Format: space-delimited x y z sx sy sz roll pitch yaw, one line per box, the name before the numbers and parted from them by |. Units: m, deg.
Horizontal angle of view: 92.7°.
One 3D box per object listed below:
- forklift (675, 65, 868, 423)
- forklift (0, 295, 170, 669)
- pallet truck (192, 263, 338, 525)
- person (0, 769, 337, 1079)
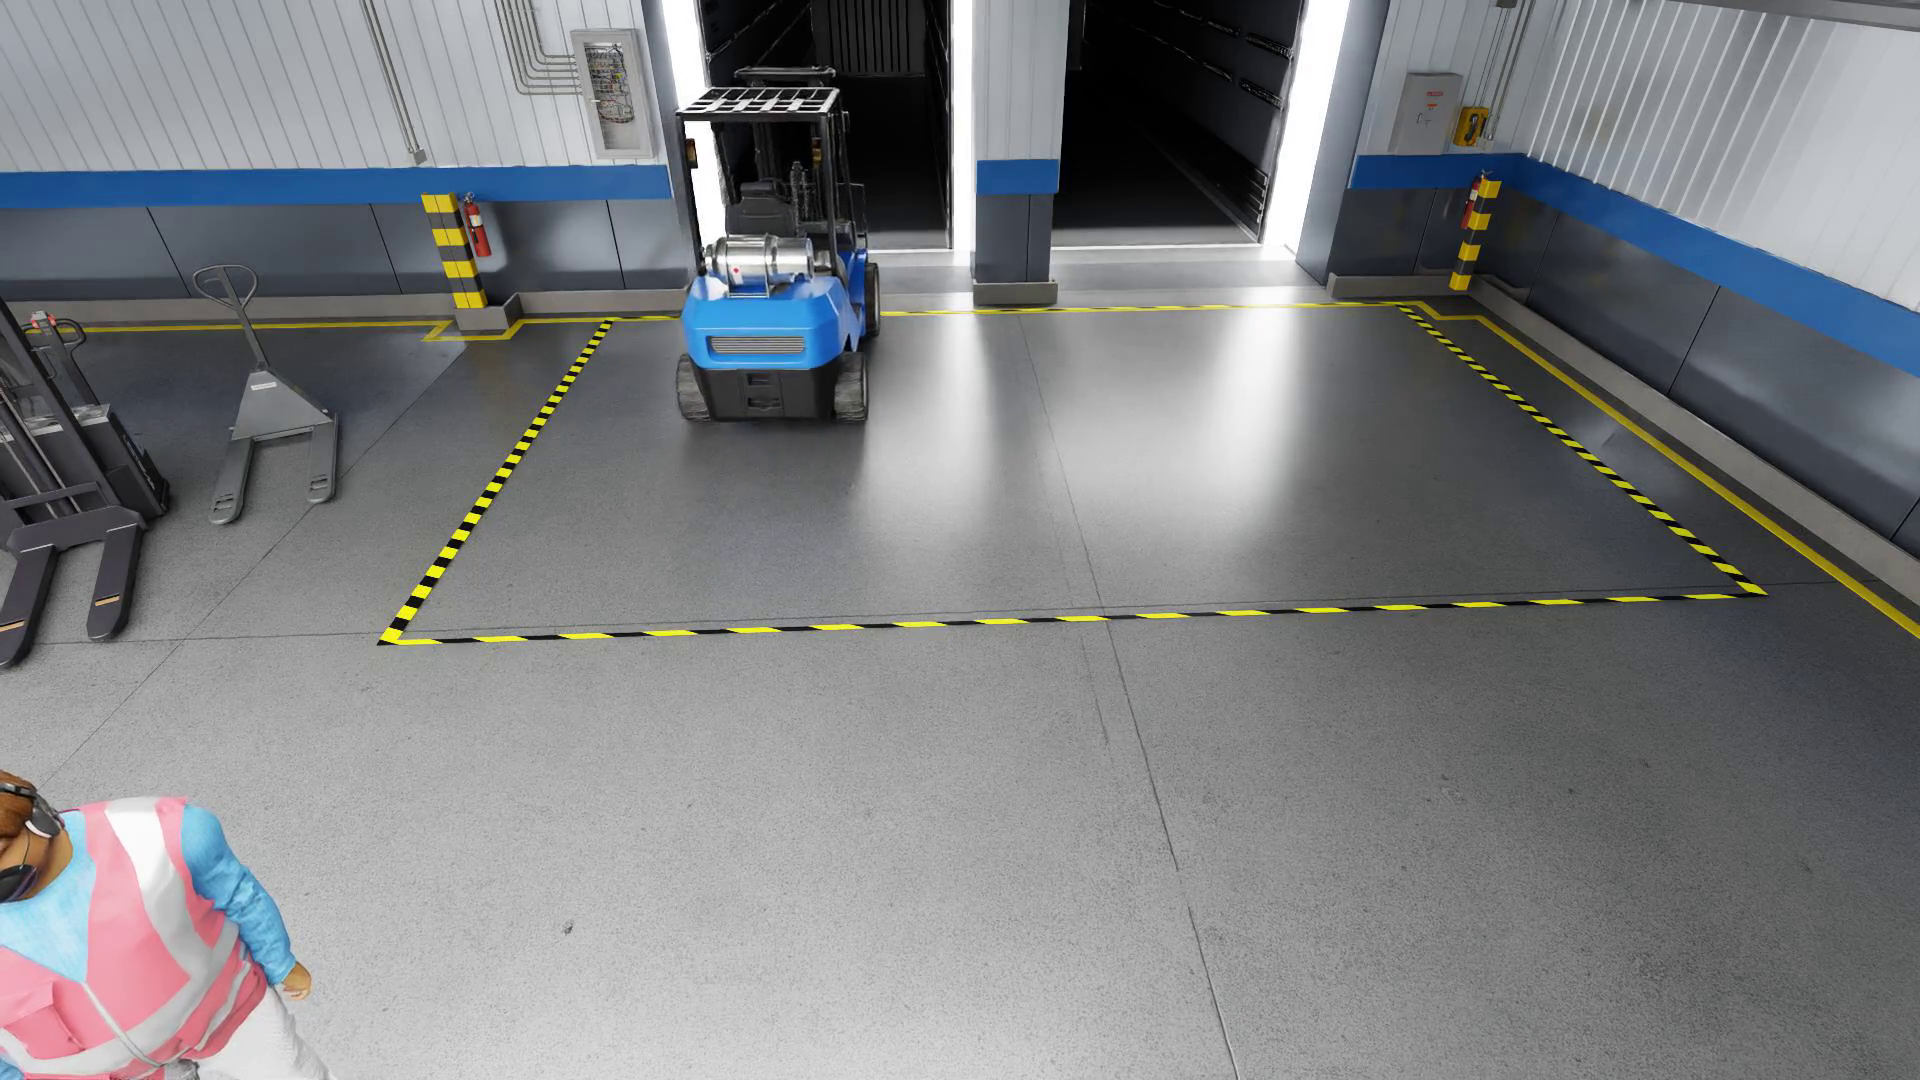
forklift | -1.392 -2.386 7.102 1.157 2.036 2.680 0 35 0
forklift | -5.212 -0.618 4.878 0.823 1.965 1.885 -20 39 -26
pallet truck | -4.778 -1.027 6.128 0.680 1.201 1.601 -17 38 -23
person | -2.029 1.242 2.340 0.622 1.844 0.431 -28 43 -34
